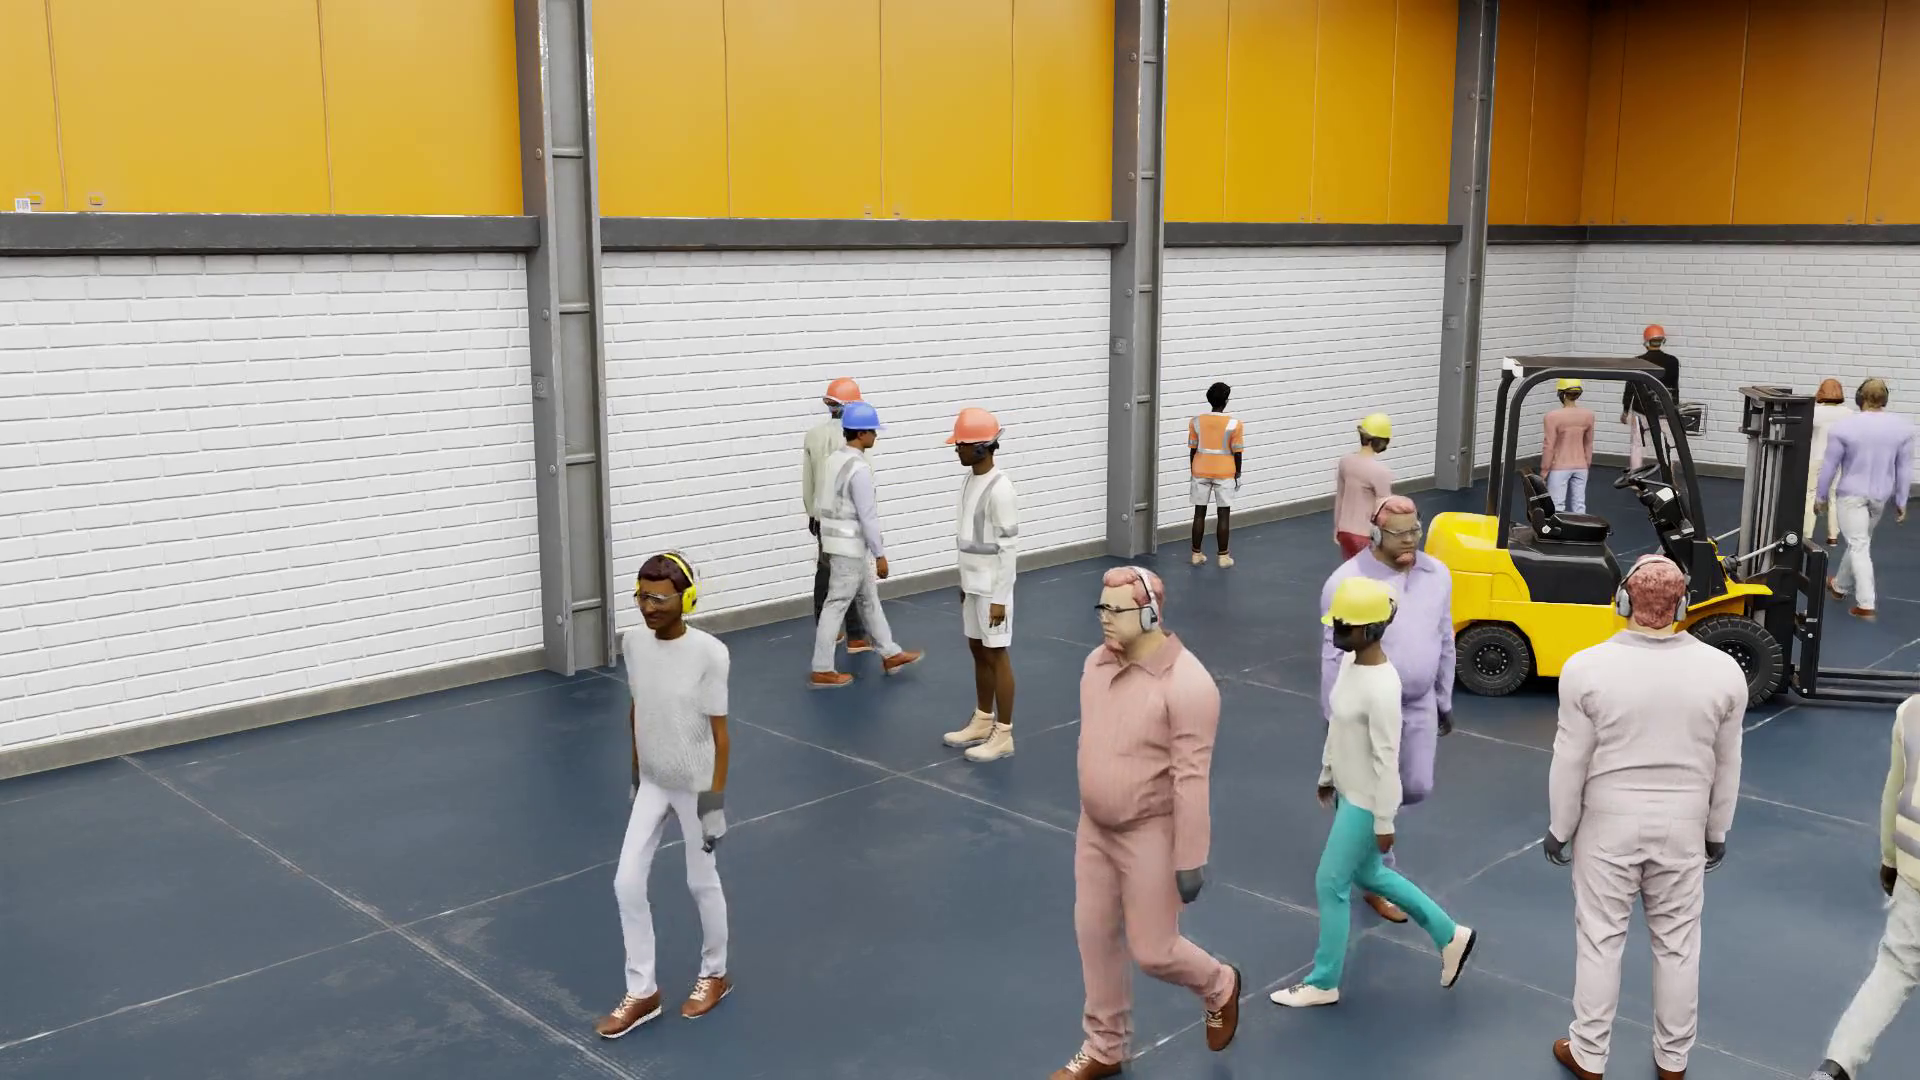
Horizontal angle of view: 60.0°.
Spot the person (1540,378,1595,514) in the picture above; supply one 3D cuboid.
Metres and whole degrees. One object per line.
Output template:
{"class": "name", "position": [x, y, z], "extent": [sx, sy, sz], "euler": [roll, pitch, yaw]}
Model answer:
{"class": "person", "position": [5.519, -0.640, 15.183], "extent": [0.526, 1.768, 0.330], "euler": [-3, 11, -16]}

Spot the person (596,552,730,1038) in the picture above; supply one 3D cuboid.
{"class": "person", "position": [-1.117, 0.964, 6.246], "extent": [0.541, 1.840, 0.753], "euler": [5, 12, 26]}

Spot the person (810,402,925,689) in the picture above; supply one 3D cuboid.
{"class": "person", "position": [-0.606, 0.037, 11.101], "extent": [0.946, 1.903, 0.639], "euler": [-4, 11, -20]}

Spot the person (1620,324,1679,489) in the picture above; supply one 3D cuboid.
{"class": "person", "position": [8.131, -1.546, 19.554], "extent": [0.644, 1.976, 0.739], "euler": [-1, 10, -3]}

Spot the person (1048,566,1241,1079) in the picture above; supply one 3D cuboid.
{"class": "person", "position": [0.662, 1.007, 5.869], "extent": [0.687, 1.882, 0.654], "euler": [-7, 13, -35]}

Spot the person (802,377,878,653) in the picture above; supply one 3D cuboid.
{"class": "person", "position": [-0.850, -0.182, 12.062], "extent": [0.625, 1.992, 0.389], "euler": [7, 12, 33]}

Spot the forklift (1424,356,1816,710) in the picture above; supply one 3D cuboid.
{"class": "forklift", "position": [4.276, -0.101, 11.076], "extent": [2.313, 2.155, 1.214], "euler": [2, 11, 13]}

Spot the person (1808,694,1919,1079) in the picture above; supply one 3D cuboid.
{"class": "person", "position": [3.268, 1.126, 5.502], "extent": [0.858, 1.793, 0.609], "euler": [-6, 12, -31]}

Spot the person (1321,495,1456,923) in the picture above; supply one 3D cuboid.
{"class": "person", "position": [1.900, 0.708, 7.527], "extent": [0.649, 1.883, 0.718], "euler": [-4, 11, -20]}

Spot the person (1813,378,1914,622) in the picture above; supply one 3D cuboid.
{"class": "person", "position": [7.157, -0.350, 13.270], "extent": [0.651, 1.882, 1.003], "euler": [0, 10, 2]}

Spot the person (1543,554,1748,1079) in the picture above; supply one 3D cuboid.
{"class": "person", "position": [2.390, 0.996, 5.877], "extent": [0.640, 1.910, 0.407], "euler": [1, 10, 6]}

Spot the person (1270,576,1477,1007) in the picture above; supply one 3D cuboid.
{"class": "person", "position": [1.629, 0.980, 6.422], "extent": [0.742, 1.735, 0.530], "euler": [1, 10, 3]}

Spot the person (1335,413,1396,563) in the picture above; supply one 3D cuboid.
{"class": "person", "position": [2.920, -0.046, 11.972], "extent": [0.377, 1.750, 0.533], "euler": [-4, 11, -23]}

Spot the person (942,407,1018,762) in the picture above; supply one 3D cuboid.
{"class": "person", "position": [0.122, 0.255, 9.554], "extent": [0.395, 2.040, 0.609], "euler": [-4, 11, -20]}

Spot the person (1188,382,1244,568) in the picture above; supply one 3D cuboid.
{"class": "person", "position": [2.318, -0.589, 15.118], "extent": [0.530, 1.689, 0.322], "euler": [5, 11, 25]}

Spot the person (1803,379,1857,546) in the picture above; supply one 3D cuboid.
{"class": "person", "position": [8.409, -0.749, 16.159], "extent": [0.499, 1.629, 0.275], "euler": [2, 11, 13]}
